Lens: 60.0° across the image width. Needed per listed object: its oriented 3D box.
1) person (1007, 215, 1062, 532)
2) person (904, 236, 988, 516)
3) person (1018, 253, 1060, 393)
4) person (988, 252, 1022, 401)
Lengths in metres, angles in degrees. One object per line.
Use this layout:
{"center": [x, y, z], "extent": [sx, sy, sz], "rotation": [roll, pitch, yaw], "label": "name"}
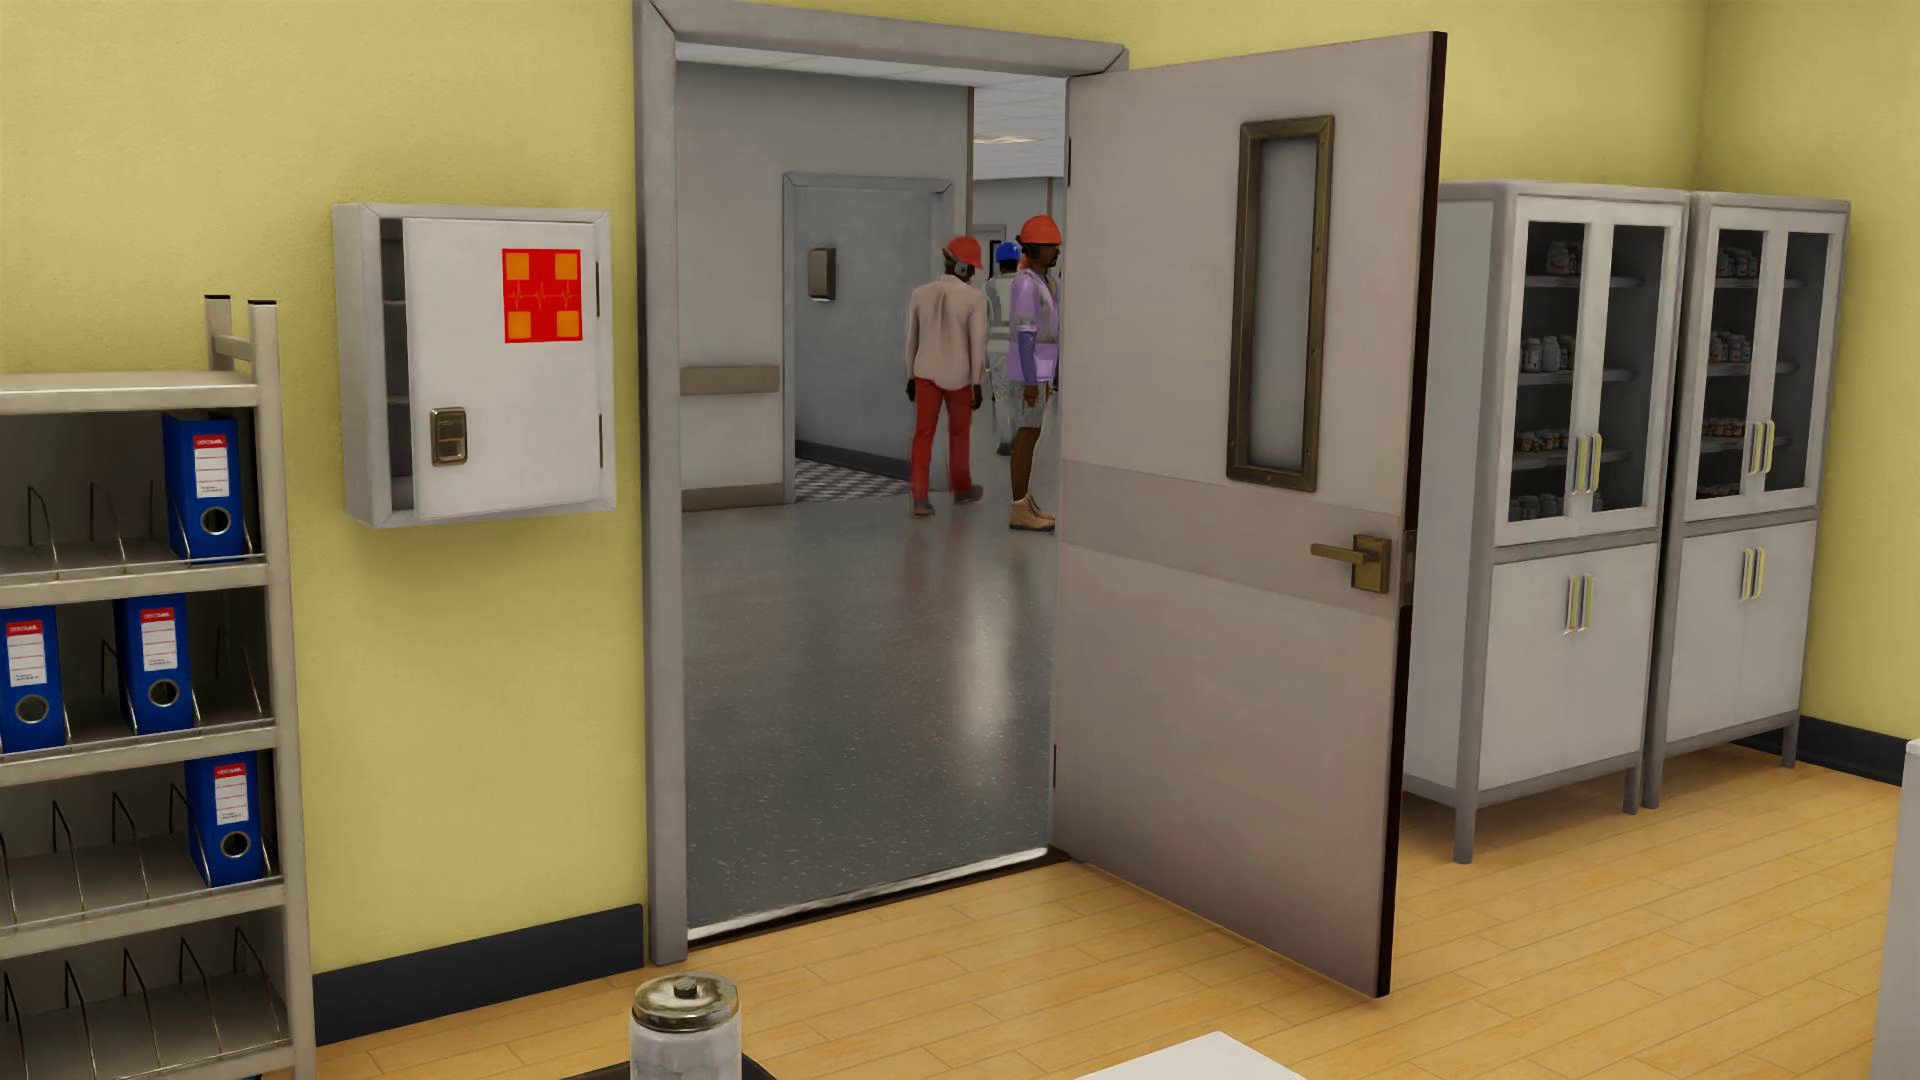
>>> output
{"center": [0.501, -1.085, 10.878], "extent": [0.377, 2.045, 0.605], "rotation": [2, 10, 8], "label": "person"}
{"center": [-0.103, -1.134, 11.525], "extent": [0.649, 1.914, 1.047], "rotation": [4, 10, 21], "label": "person"}
{"center": [1.098, -2.900, 22.256], "extent": [0.481, 1.888, 0.713], "rotation": [9, 13, 42], "label": "person"}
{"center": [0.613, -2.675, 20.769], "extent": [0.541, 1.926, 0.419], "rotation": [-4, 11, -26], "label": "person"}
